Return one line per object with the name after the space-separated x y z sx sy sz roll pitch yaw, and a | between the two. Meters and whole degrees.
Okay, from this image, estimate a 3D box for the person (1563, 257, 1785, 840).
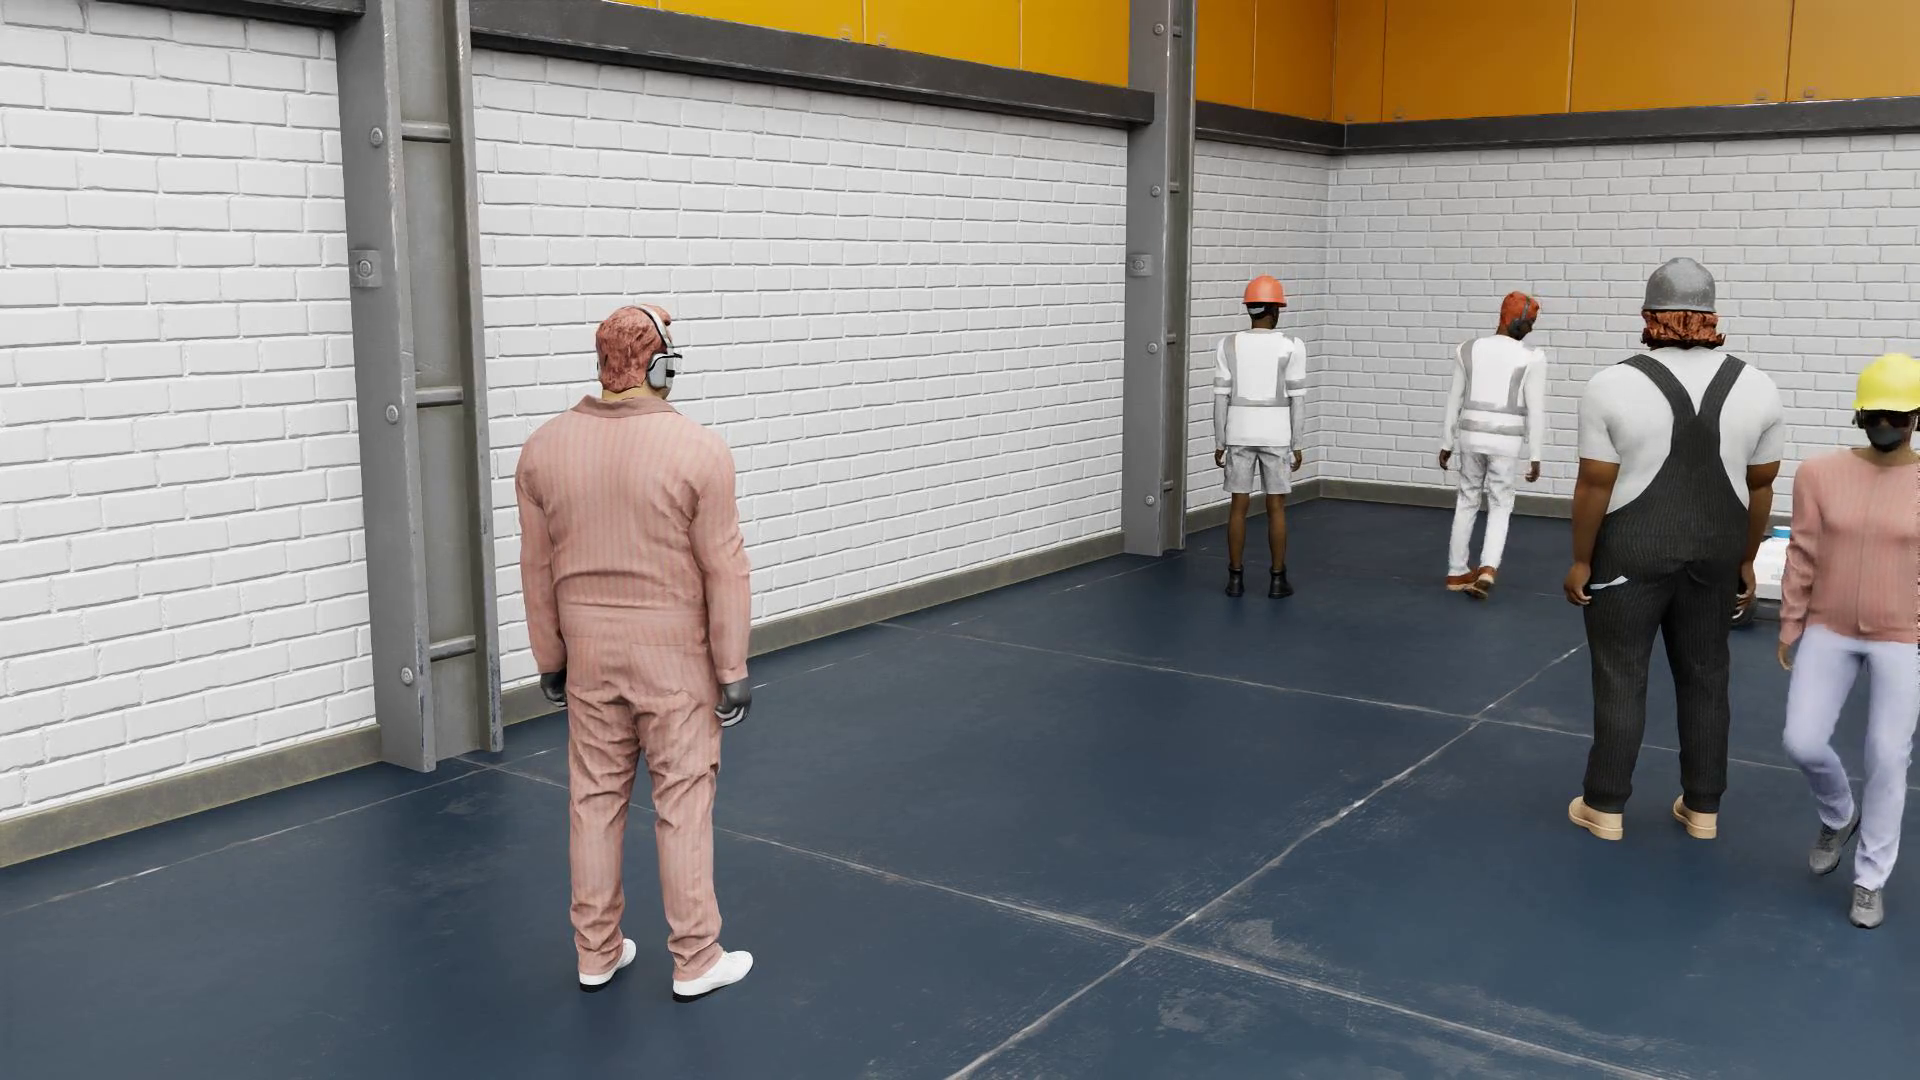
2.449 0.033 5.845 0.689 2.000 0.538 0 10 1 | person

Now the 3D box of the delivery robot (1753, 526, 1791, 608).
4.529 0.167 9.180 0.707 0.478 0.477 5 11 27 | delivery robot

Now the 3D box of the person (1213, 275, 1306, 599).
1.795 -0.611 9.994 0.548 1.934 0.375 3 10 17 | person

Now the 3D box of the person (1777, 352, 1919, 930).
2.799 0.299 5.108 0.536 1.750 0.427 8 12 39 | person

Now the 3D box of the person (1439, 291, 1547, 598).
3.165 -0.559 9.946 0.630 1.858 0.659 7 12 38 | person

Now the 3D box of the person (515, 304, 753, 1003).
-0.862 0.314 4.567 0.655 1.906 0.407 3 10 16 | person
